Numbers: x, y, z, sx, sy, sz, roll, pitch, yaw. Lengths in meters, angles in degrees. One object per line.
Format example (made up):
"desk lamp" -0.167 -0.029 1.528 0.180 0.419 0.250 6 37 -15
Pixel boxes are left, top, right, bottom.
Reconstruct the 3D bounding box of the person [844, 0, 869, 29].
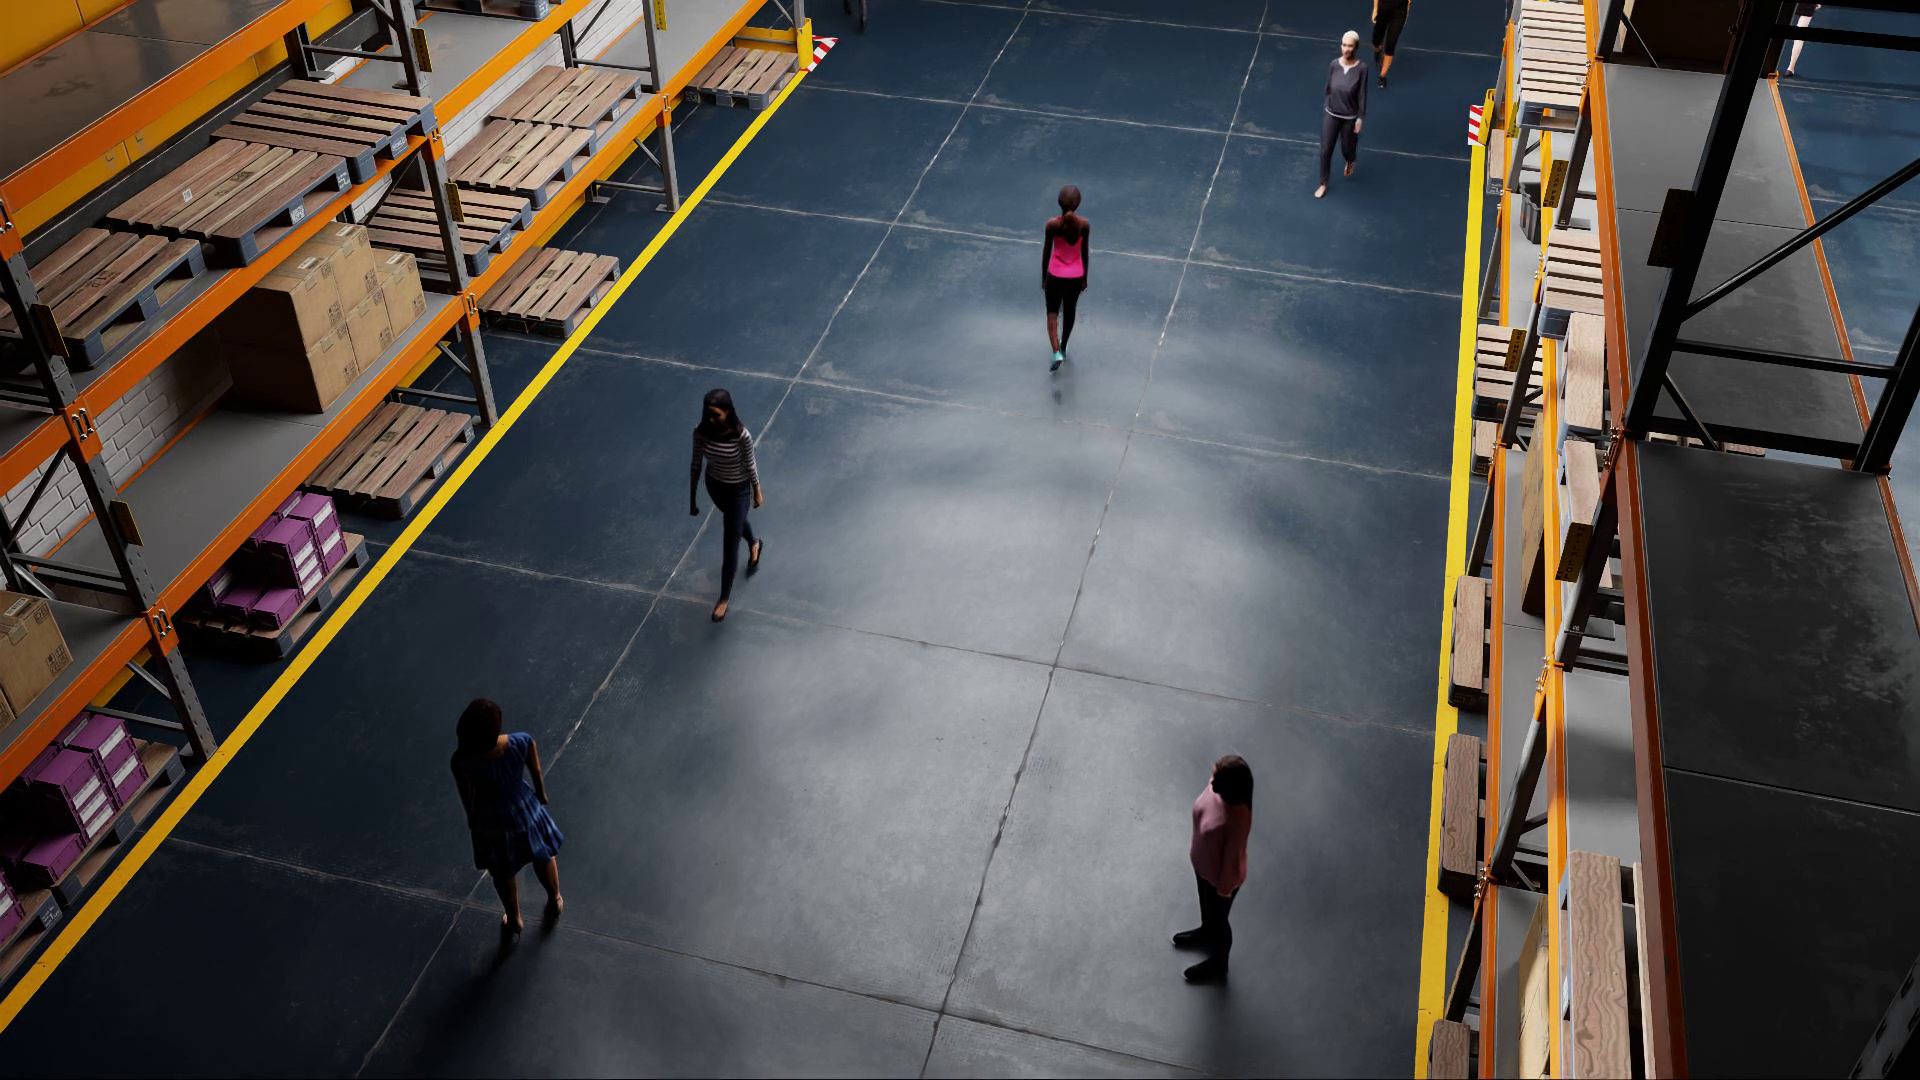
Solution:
"person" -1.283 -7.088 20.494 0.872 1.550 1.092 -7 39 -9

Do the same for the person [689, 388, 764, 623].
"person" -1.622 -0.355 11.918 0.610 1.731 1.132 10 40 12

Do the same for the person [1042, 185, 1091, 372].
"person" 0.906 -2.203 14.252 0.726 1.706 0.984 -1 39 -1

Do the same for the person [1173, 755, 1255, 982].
"person" 1.456 1.797 9.260 0.740 1.685 0.622 -7 39 -9

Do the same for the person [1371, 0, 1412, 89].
"person" 4.983 -6.122 19.205 0.592 1.649 0.928 11 40 14

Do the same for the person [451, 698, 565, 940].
"person" -2.562 1.577 9.439 0.740 1.806 0.800 -20 43 -23

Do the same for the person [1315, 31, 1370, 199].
"person" 3.924 -4.370 16.962 0.733 1.711 0.915 18 42 21
